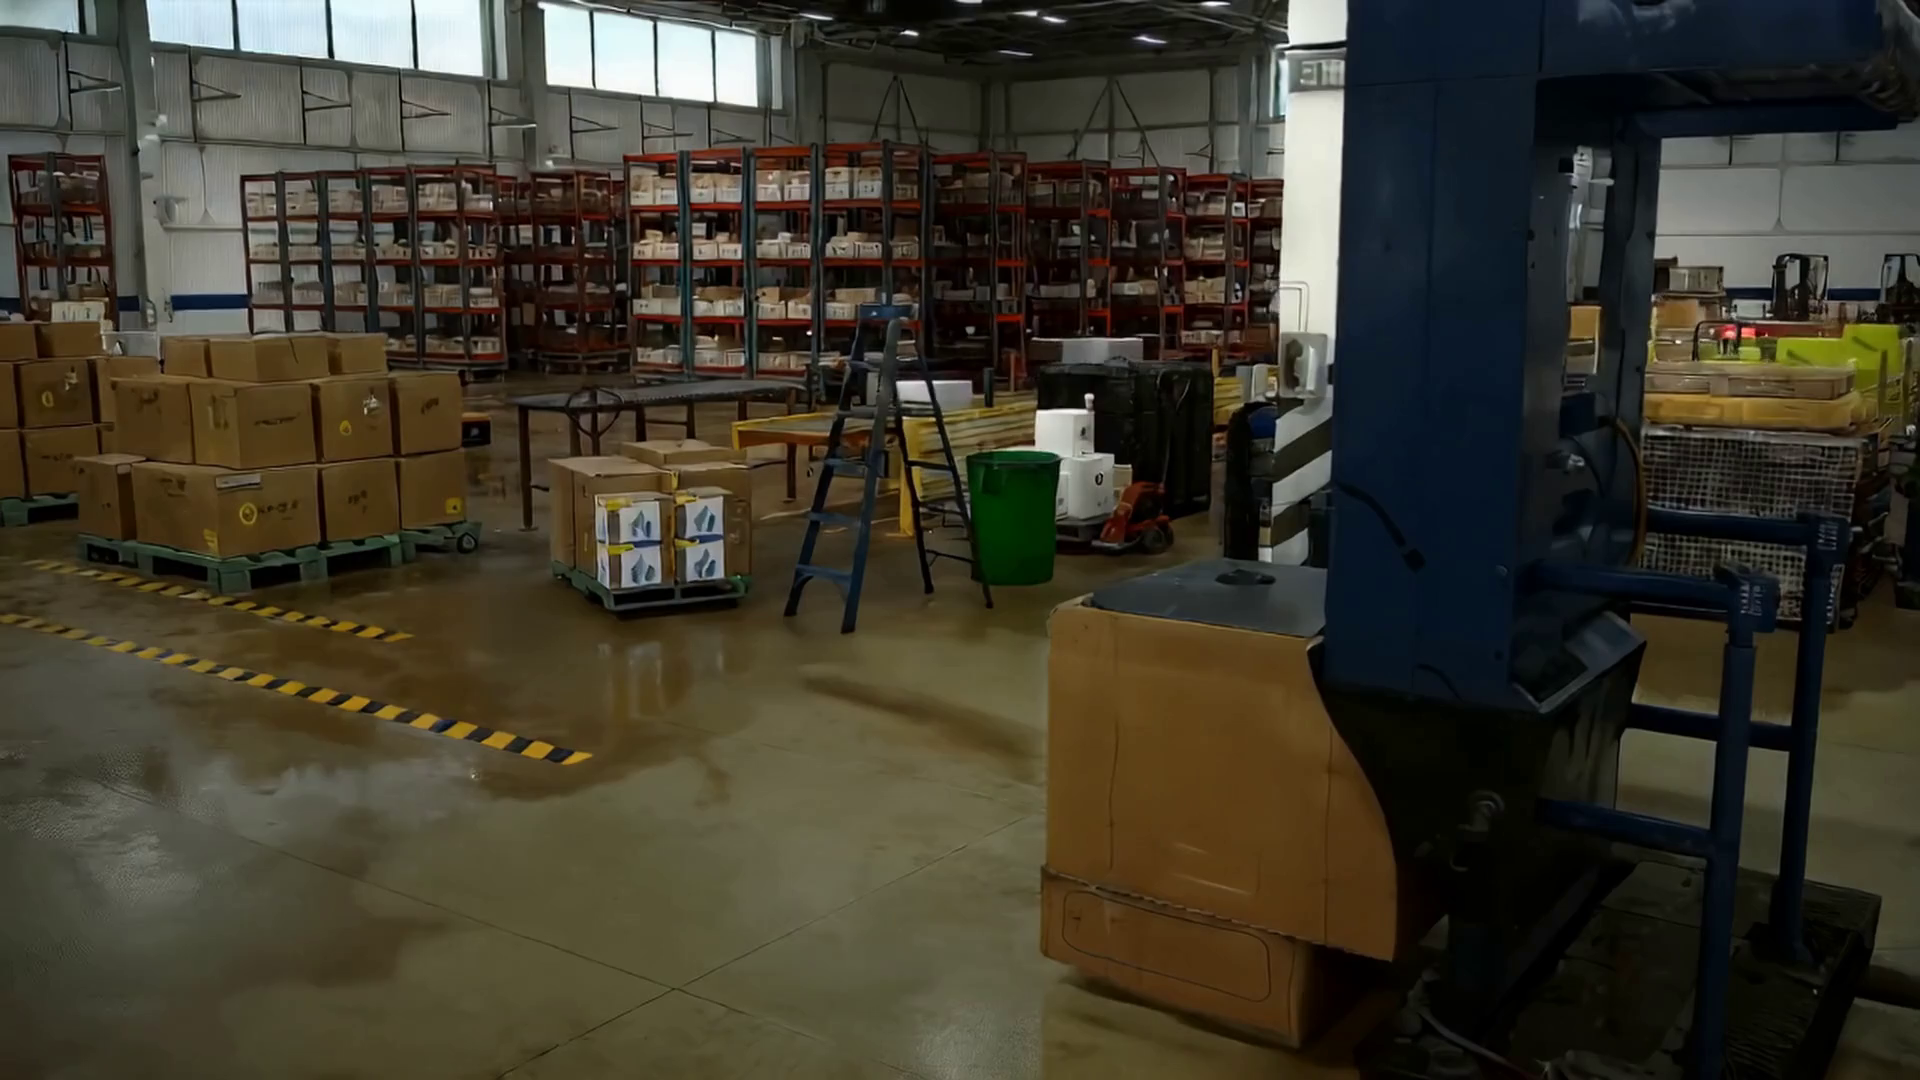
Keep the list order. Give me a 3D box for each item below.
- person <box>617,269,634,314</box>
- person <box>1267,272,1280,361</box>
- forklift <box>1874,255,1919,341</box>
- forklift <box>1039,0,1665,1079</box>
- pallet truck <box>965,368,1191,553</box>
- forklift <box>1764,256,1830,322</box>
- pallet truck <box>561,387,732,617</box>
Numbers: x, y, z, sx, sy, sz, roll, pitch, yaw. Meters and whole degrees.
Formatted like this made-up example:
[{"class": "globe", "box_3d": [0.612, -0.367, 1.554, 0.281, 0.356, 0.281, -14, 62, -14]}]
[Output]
[{"class": "person", "box_3d": [-8.131, -5.737, 40.796, 0.571, 1.840, 0.374, 0, 10, -2]}, {"class": "person", "box_3d": [5.771, -3.893, 29.876, 0.594, 1.820, 0.430, 8, 13, 41]}, {"class": "forklift", "box_3d": [22.089, -5.634, 38.796, 1.157, 1.987, 2.680, 6, 11, 33]}, {"class": "forklift", "box_3d": [1.249, -0.137, 4.360, 1.873, 2.768, 1.129, 7, 12, 35]}, {"class": "pallet truck", "box_3d": [0.845, -0.609, 11.869, 1.630, 1.274, 0.653, 7, 12, 35]}, {"class": "forklift", "box_3d": [20.253, -5.854, 40.139, 1.157, 1.987, 2.680, 7, 12, 35]}, {"class": "pallet truck", "box_3d": [-1.981, -0.274, 10.088, 0.680, 1.201, 1.601, -5, 11, -28]}]
